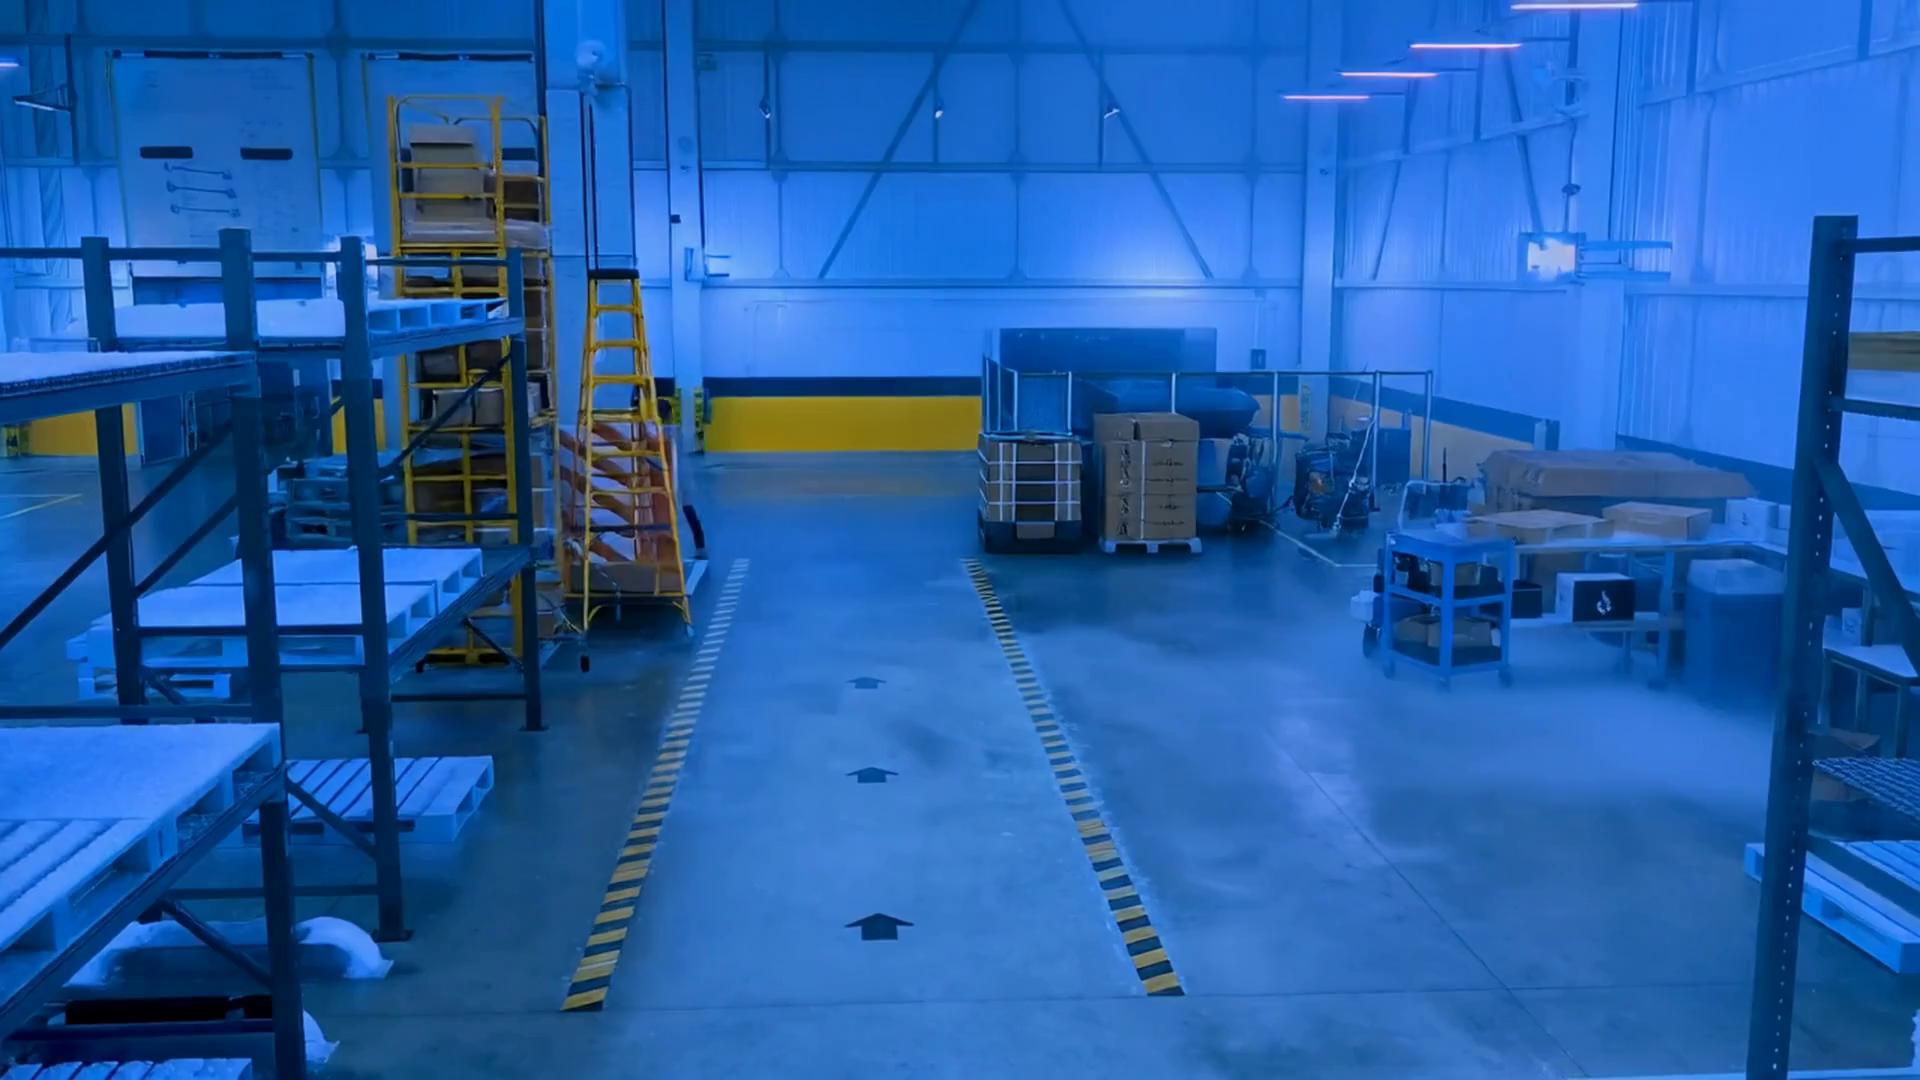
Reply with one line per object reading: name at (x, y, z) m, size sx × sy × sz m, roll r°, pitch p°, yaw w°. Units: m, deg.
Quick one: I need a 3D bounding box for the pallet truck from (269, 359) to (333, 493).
pallet truck at (-7.062, -1.131, 18.996) m, size 1.885 × 1.965 × 0.823 m, roll 2°, pitch 9°, yaw 13°

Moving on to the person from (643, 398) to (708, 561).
person at (-2.925, -0.595, 16.672) m, size 0.852 × 1.649 × 0.585 m, roll 4°, pitch 10°, yaw 22°
